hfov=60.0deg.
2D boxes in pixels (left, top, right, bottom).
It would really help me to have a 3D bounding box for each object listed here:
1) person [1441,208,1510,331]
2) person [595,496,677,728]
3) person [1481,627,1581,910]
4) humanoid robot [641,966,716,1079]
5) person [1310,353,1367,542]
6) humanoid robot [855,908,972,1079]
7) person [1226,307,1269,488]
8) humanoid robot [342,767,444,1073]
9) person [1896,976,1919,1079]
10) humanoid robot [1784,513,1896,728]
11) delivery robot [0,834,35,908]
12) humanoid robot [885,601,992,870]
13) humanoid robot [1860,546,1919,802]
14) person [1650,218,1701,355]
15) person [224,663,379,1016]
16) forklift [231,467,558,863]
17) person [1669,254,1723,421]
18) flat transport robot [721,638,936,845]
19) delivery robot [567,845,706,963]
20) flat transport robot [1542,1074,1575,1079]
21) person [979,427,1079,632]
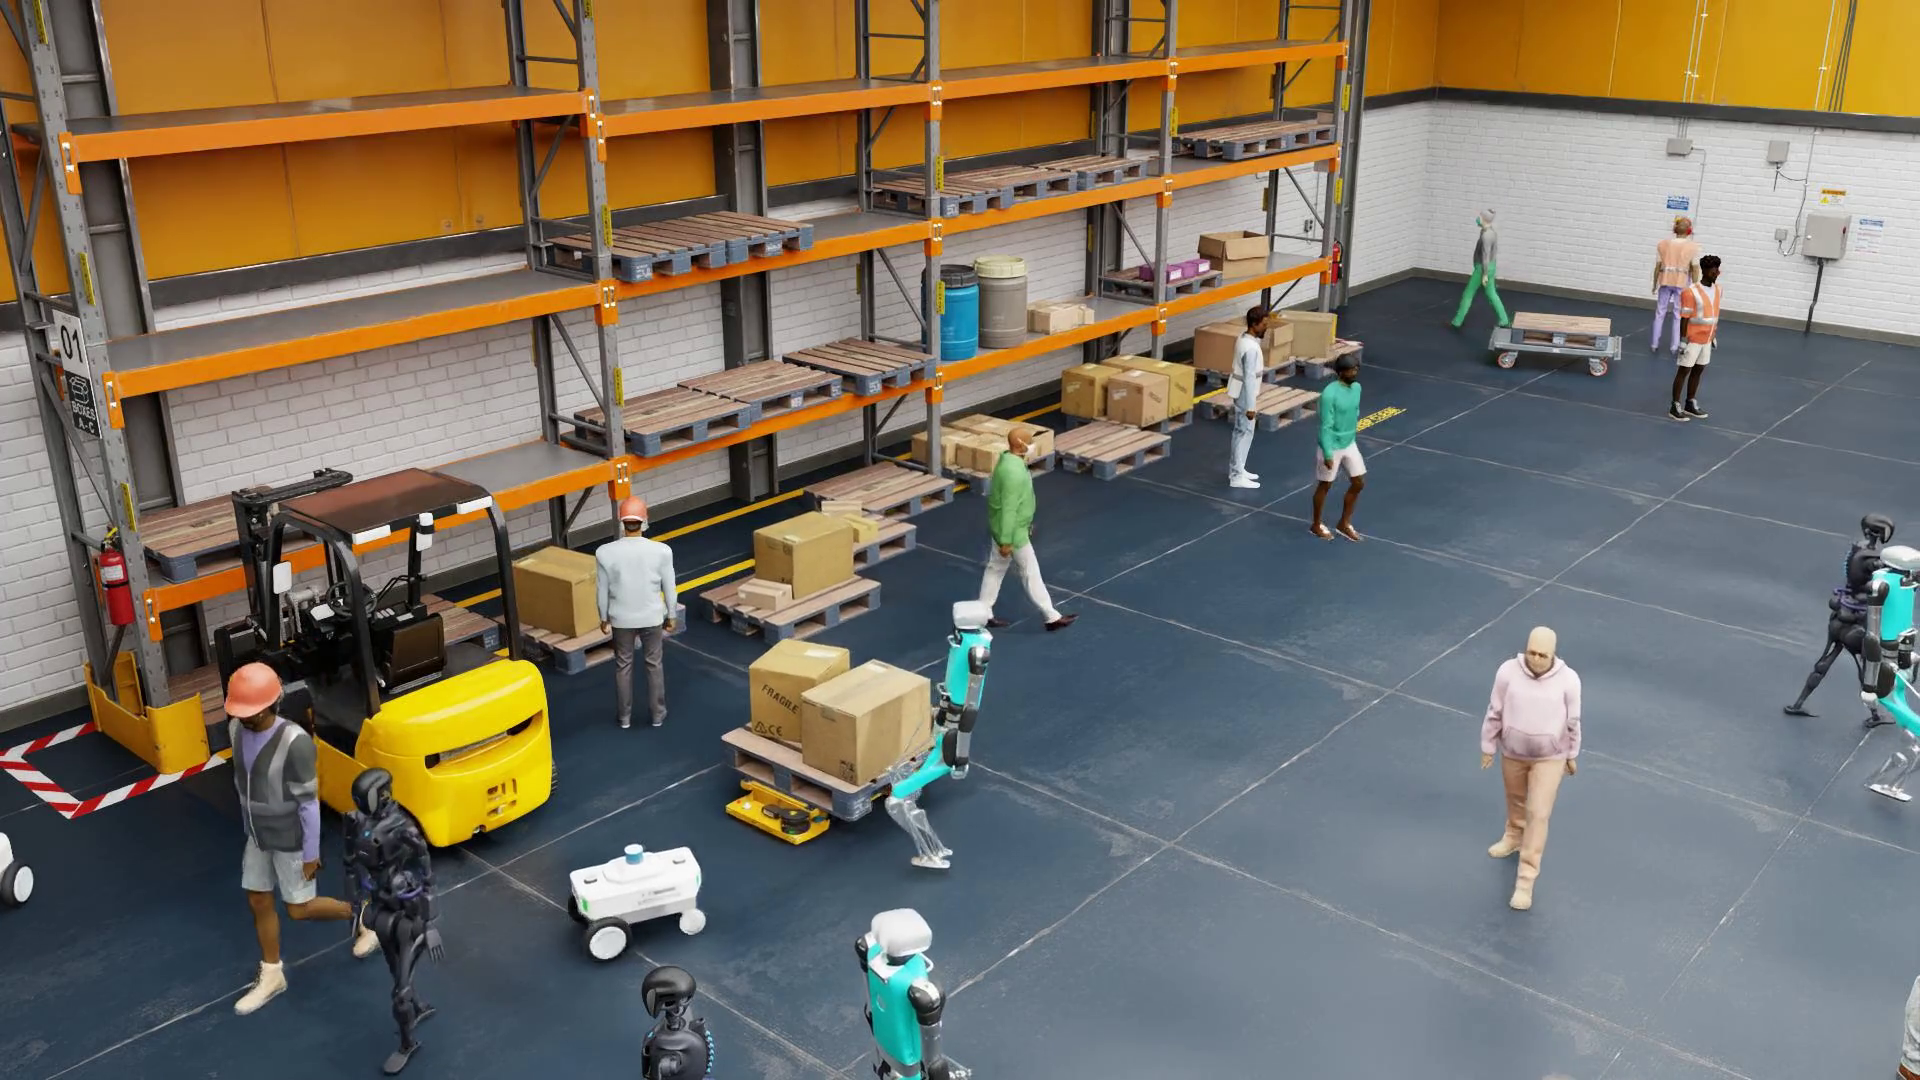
[{"bbox_3d":[7.526,-3.891,23.896,0.955,1.789,0.549,10,23,26],"label":"person"},{"bbox_3d":[-2.325,0.524,12.009,0.576,1.737,0.352,-4,21,-10],"label":"person"},{"bbox_3d":[3.425,1.272,10.015,0.550,1.727,0.815,12,23,29],"label":"person"},{"bbox_3d":[-1.130,2.466,6.815,0.315,1.657,0.599,-1,20,-2],"label":"humanoid robot"},{"bbox_3d":[3.588,-0.850,15.605,0.529,1.824,0.658,-13,24,-32],"label":"person"},{"bbox_3d":[-0.065,2.310,7.152,0.705,1.758,0.541,-14,24,-33],"label":"humanoid robot"},{"bbox_3d":[2.960,-1.474,17.188,0.408,1.906,0.594,1,20,2],"label":"person"},{"bbox_3d":[-2.850,1.878,8.441,0.602,1.639,0.507,9,22,22],"label":"humanoid robot"},{"bbox_3d":[4.984,1.850,8.137,0.628,1.935,0.373,-9,22,-24],"label":"person"},{"bbox_3d":[6.513,0.566,12.042,0.758,1.628,0.602,3,21,9],"label":"humanoid robot"},{"bbox_3d":[-5.814,2.012,9.675,0.524,0.587,0.740,0,20,-1],"label":"delivery robot"},{"bbox_3d":[-0.203,1.244,10.076,0.773,1.790,0.538,-5,21,-12],"label":"humanoid robot"},{"bbox_3d":[6.220,0.976,10.825,0.537,1.808,0.785,-14,25,-34],"label":"humanoid robot"},{"bbox_3d":[9.712,-3.440,22.619,0.585,1.836,0.375,12,23,30],"label":"person"},{"bbox_3d":[-3.583,1.531,8.903,0.630,2.015,0.776,12,23,29],"label":"person"},{"bbox_3d":[-3.730,0.710,10.856,2.313,2.155,1.214,17,26,38],"label":"forklift"},{"bbox_3d":[8.686,-2.385,19.565,0.611,1.965,0.362,-10,23,-26],"label":"person"},{"bbox_3d":[-0.825,1.606,11.198,0.659,0.231,1.431,16,26,37],"label":"flat transport robot"},{"bbox_3d":[-1.875,2.047,9.596,0.801,0.598,0.499,-9,22,-22],"label":"delivery robot"},{"bbox_3d":[3.022,2.974,7.493,0.659,0.231,1.431,4,21,11],"label":"flat transport robot"},{"bbox_3d":[0.543,-0.081,13.627,0.909,1.738,0.566,-2,20,-5],"label":"person"}]
